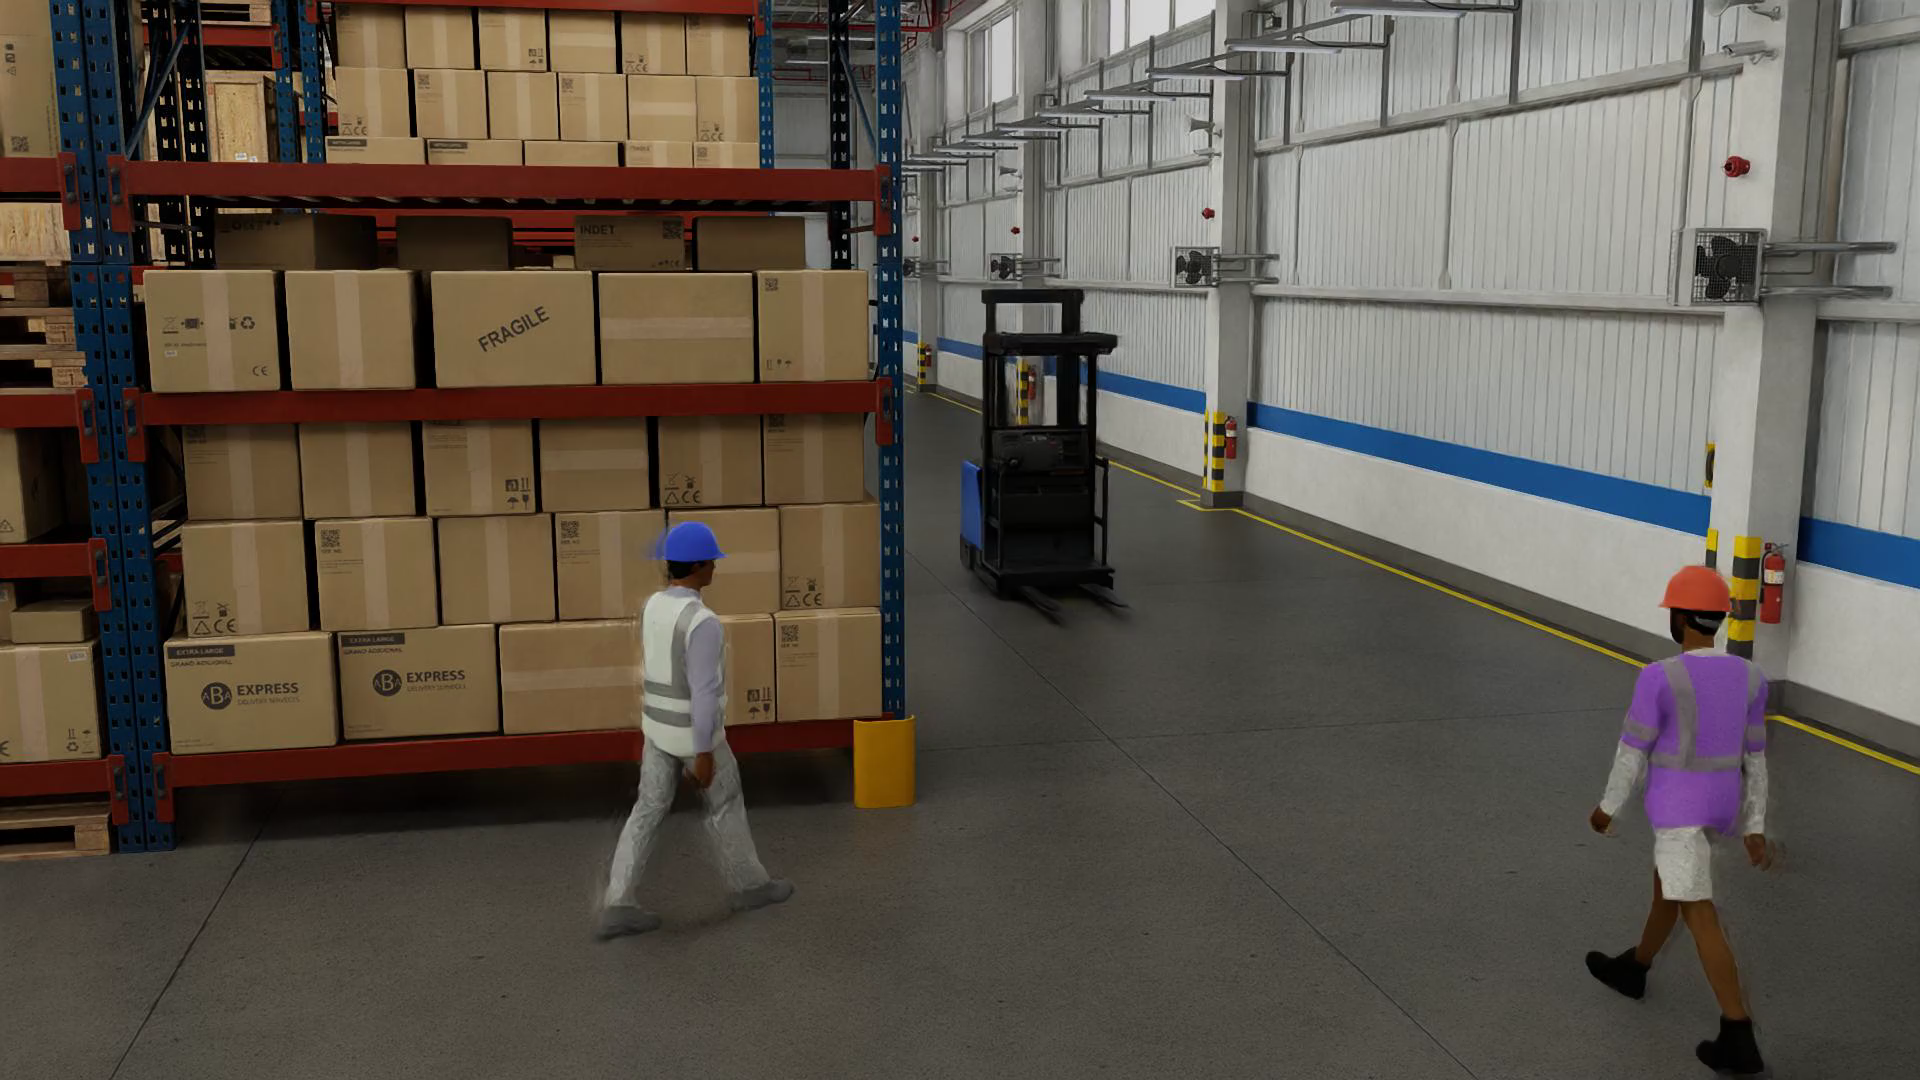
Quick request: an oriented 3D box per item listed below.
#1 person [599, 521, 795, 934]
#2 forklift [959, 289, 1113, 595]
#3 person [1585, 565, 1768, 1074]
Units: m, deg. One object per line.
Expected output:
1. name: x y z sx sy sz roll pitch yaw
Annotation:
1. person: -1.254 0.850 7.624 0.984 1.900 0.623 -8 12 -40
2. forklift: 0.683 -1.022 16.029 1.129 2.768 1.873 -2 10 -12
3. person: 2.865 1.046 6.494 0.549 1.883 1.042 -4 10 -21
